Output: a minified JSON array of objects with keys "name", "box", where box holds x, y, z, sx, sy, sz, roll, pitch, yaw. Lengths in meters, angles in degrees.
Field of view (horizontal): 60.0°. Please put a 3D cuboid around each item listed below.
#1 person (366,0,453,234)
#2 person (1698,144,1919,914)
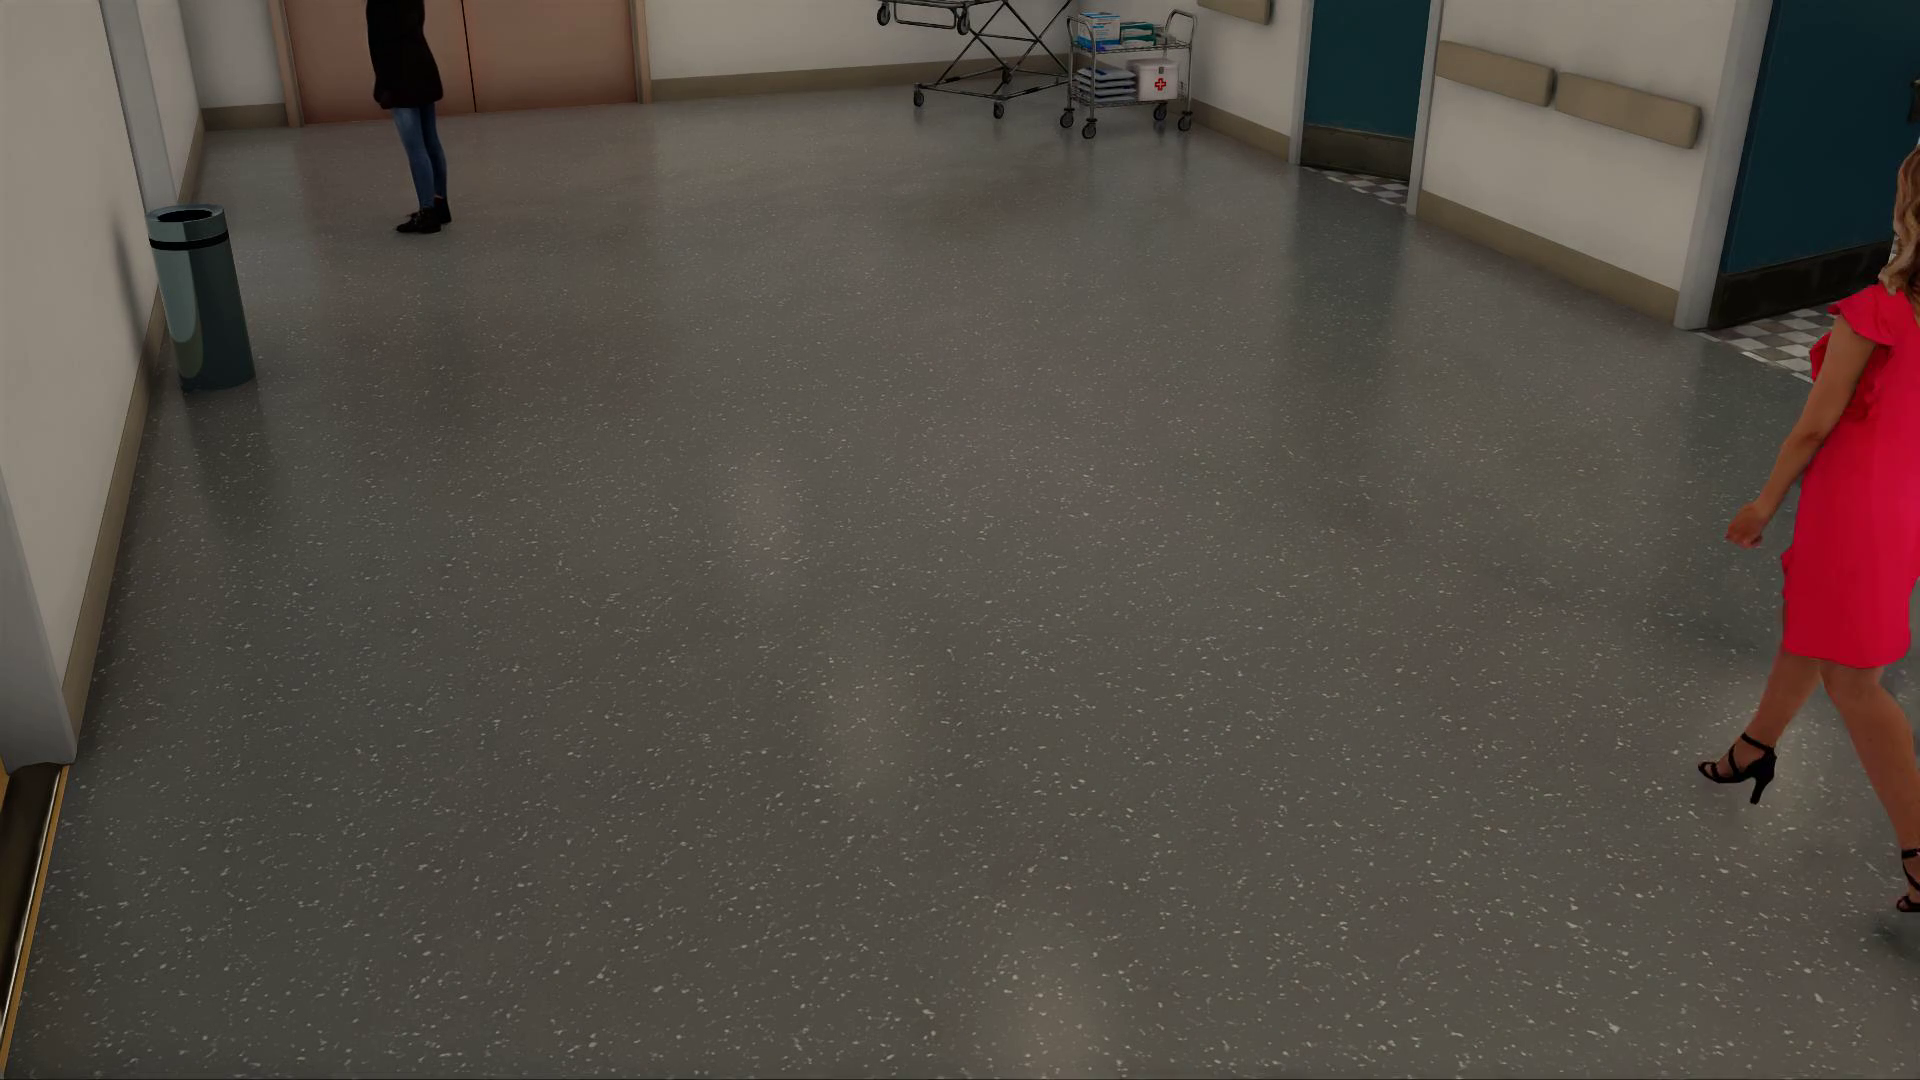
[{"name":"person","box":[-2.960,-2.481,8.914,0.782,1.633,0.681,4,26,7]},{"name":"person","box":[2.061,0.024,3.654,0.620,1.690,1.023,-11,28,-21]}]
